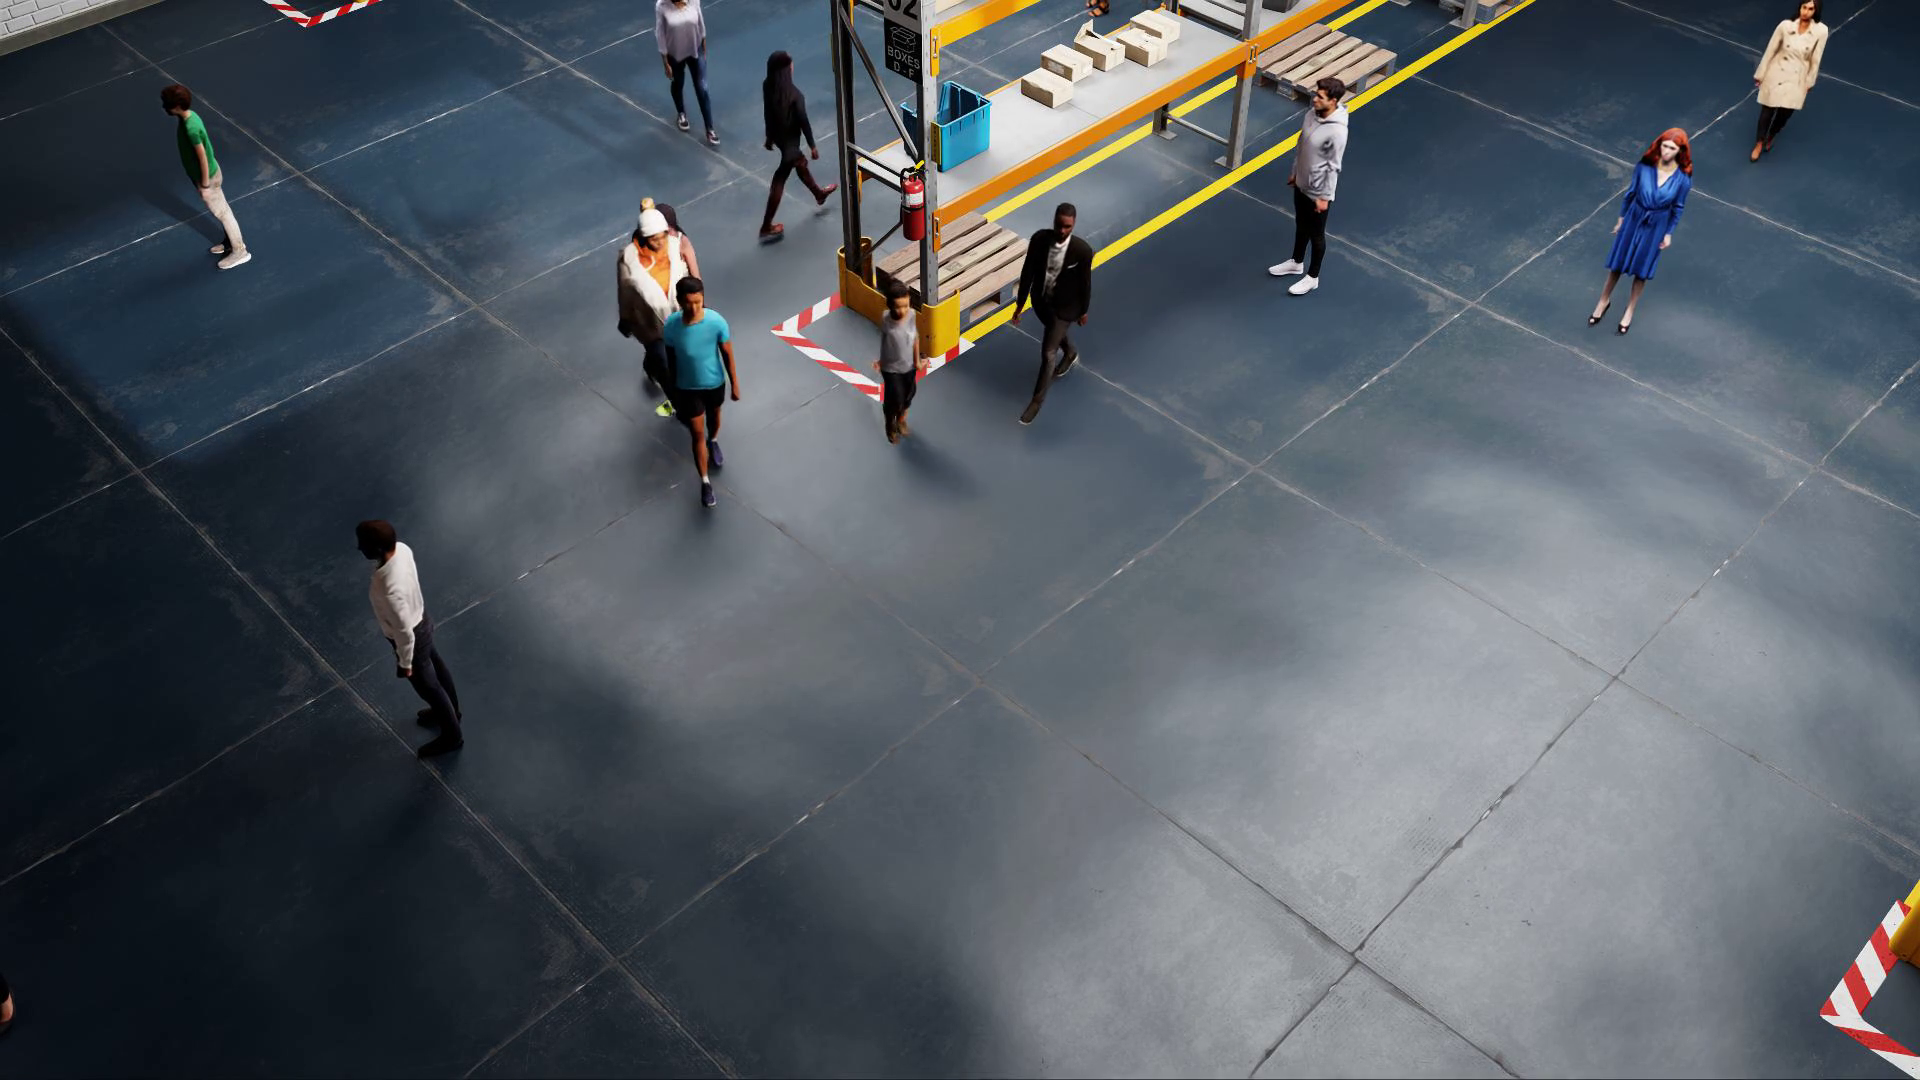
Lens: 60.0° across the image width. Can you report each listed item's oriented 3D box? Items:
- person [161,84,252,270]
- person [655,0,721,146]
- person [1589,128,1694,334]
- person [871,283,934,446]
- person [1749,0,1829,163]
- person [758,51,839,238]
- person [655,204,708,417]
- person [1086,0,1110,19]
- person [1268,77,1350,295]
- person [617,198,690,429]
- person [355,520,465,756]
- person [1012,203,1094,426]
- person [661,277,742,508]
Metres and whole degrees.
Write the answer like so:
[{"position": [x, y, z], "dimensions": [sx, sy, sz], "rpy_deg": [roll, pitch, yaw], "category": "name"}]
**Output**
[{"position": [-6.377, -3.101, 14.076], "dimensions": [0.609, 1.651, 0.632], "rpy_deg": [-21, 47, -20], "category": "person"}, {"position": [-2.628, -4.638, 15.663], "dimensions": [1.032, 1.687, 0.971], "rpy_deg": [-11, 45, -12], "category": "person"}, {"position": [5.471, -2.472, 13.287], "dimensions": [0.647, 1.828, 0.628], "rpy_deg": [25, 49, 24], "category": "person"}, {"position": [-0.487, -1.409, 12.448], "dimensions": [0.578, 1.446, 0.708], "rpy_deg": [-22, 48, -21], "category": "person"}, {"position": [7.603, -4.258, 15.276], "dimensions": [0.744, 1.671, 0.757], "rpy_deg": [23, 48, 22], "category": "person"}, {"position": [-1.563, -3.363, 14.339], "dimensions": [1.155, 1.667, 0.638], "rpy_deg": [-34, 53, -30], "category": "person"}, {"position": [-2.095, -1.867, 12.729], "dimensions": [0.702, 1.722, 1.056], "rpy_deg": [25, 49, 24], "category": "person"}, {"position": [1.528, -6.379, 17.495], "dimensions": [0.729, 1.680, 0.714], "rpy_deg": [-8, 44, -9], "category": "person"}, {"position": [2.936, -2.939, 13.703], "dimensions": [0.734, 1.930, 0.766], "rpy_deg": [-17, 46, -17], "category": "person"}, {"position": [-2.338, -1.795, 12.557], "dimensions": [1.115, 1.854, 0.786], "rpy_deg": [-31, 51, -28], "category": "person"}, {"position": [-3.312, 0.570, 10.064], "dimensions": [0.747, 1.869, 0.736], "rpy_deg": [-7, 44, -7], "category": "person"}, {"position": [0.757, -1.825, 12.669], "dimensions": [0.877, 1.744, 1.297], "rpy_deg": [23, 48, 22], "category": "person"}, {"position": [-1.863, -1.178, 11.988], "dimensions": [1.047, 1.747, 1.022], "rpy_deg": [-8, 44, -9], "category": "person"}]
